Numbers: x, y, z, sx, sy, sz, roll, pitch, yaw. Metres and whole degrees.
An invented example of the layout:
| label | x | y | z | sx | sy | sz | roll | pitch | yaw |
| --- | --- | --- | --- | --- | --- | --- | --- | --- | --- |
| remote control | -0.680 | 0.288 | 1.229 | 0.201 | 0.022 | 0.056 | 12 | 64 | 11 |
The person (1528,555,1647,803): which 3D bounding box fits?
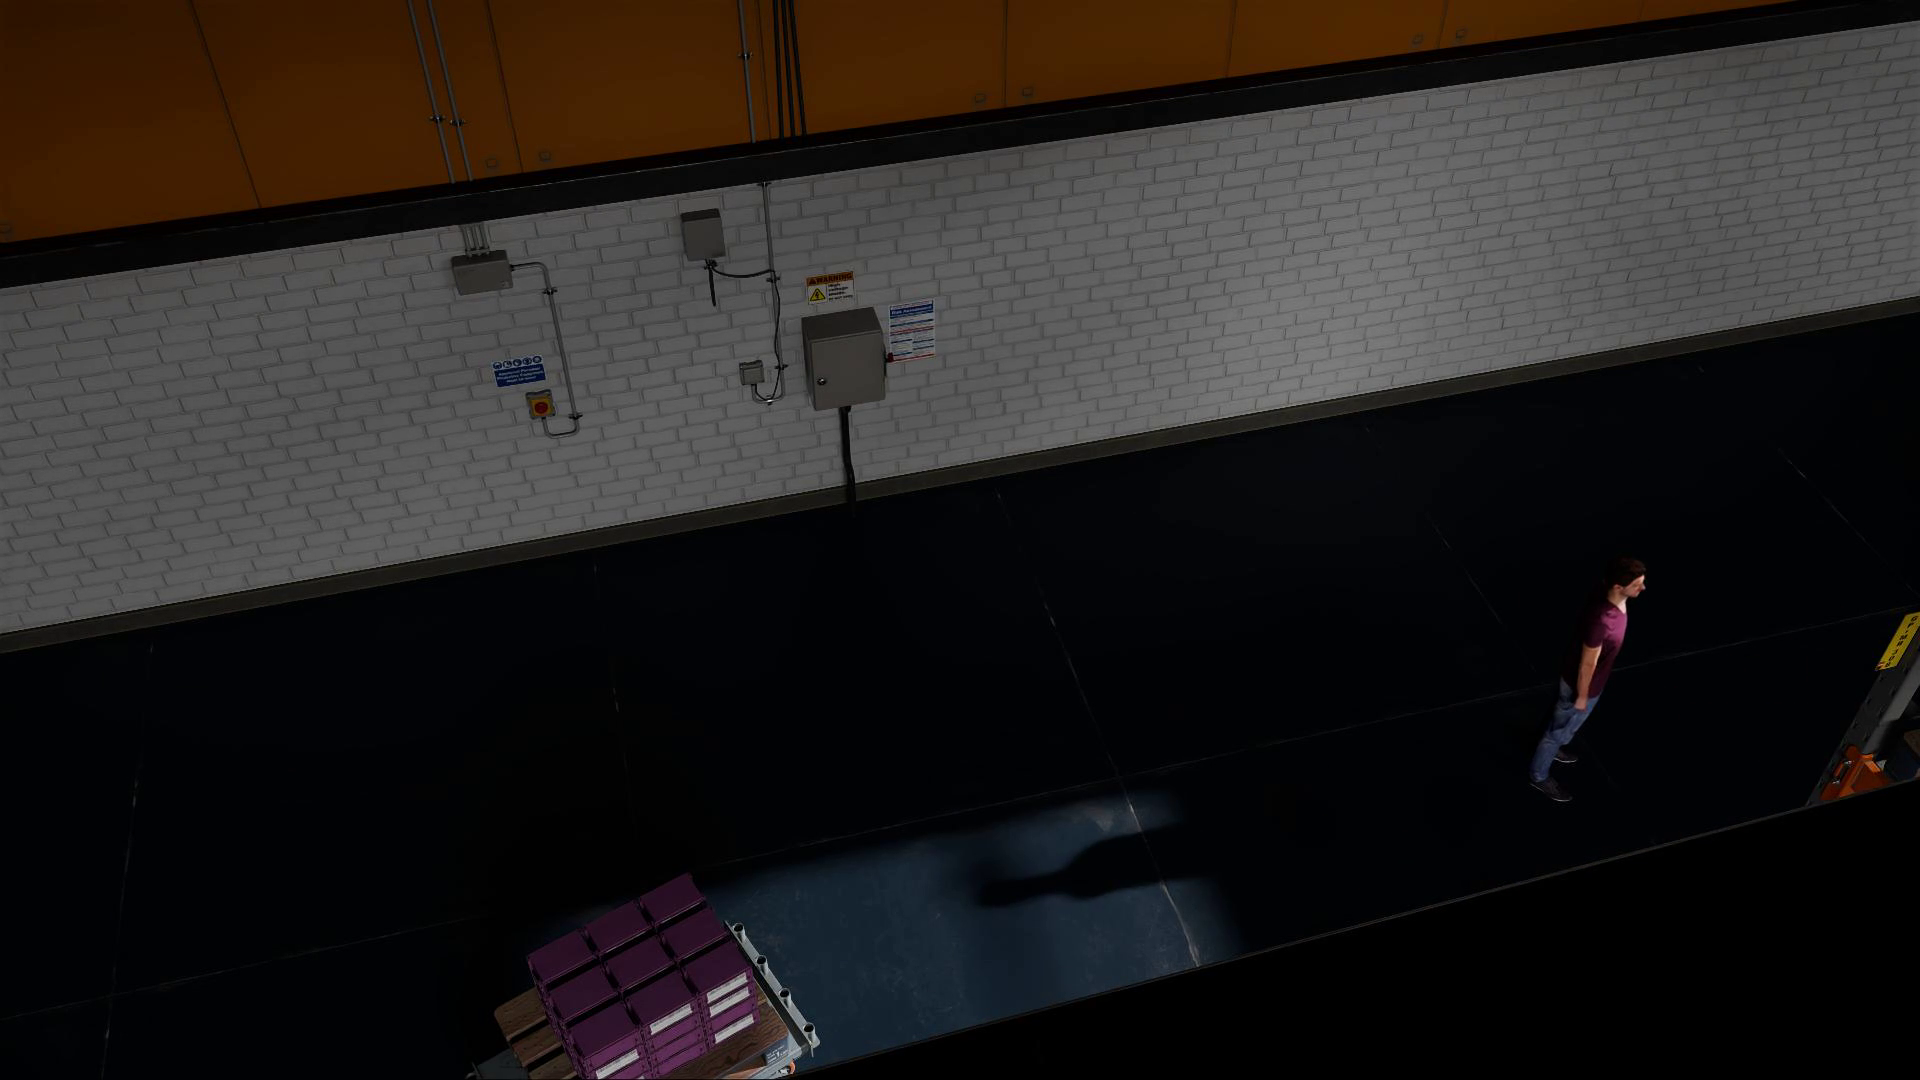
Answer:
| label | x | y | z | sx | sy | sz | roll | pitch | yaw |
| --- | --- | --- | --- | --- | --- | --- | --- | --- | --- |
| person | 3.724 | 0.776 | 9.928 | 0.797 | 1.854 | 0.718 | 18 | 47 | 18 |
